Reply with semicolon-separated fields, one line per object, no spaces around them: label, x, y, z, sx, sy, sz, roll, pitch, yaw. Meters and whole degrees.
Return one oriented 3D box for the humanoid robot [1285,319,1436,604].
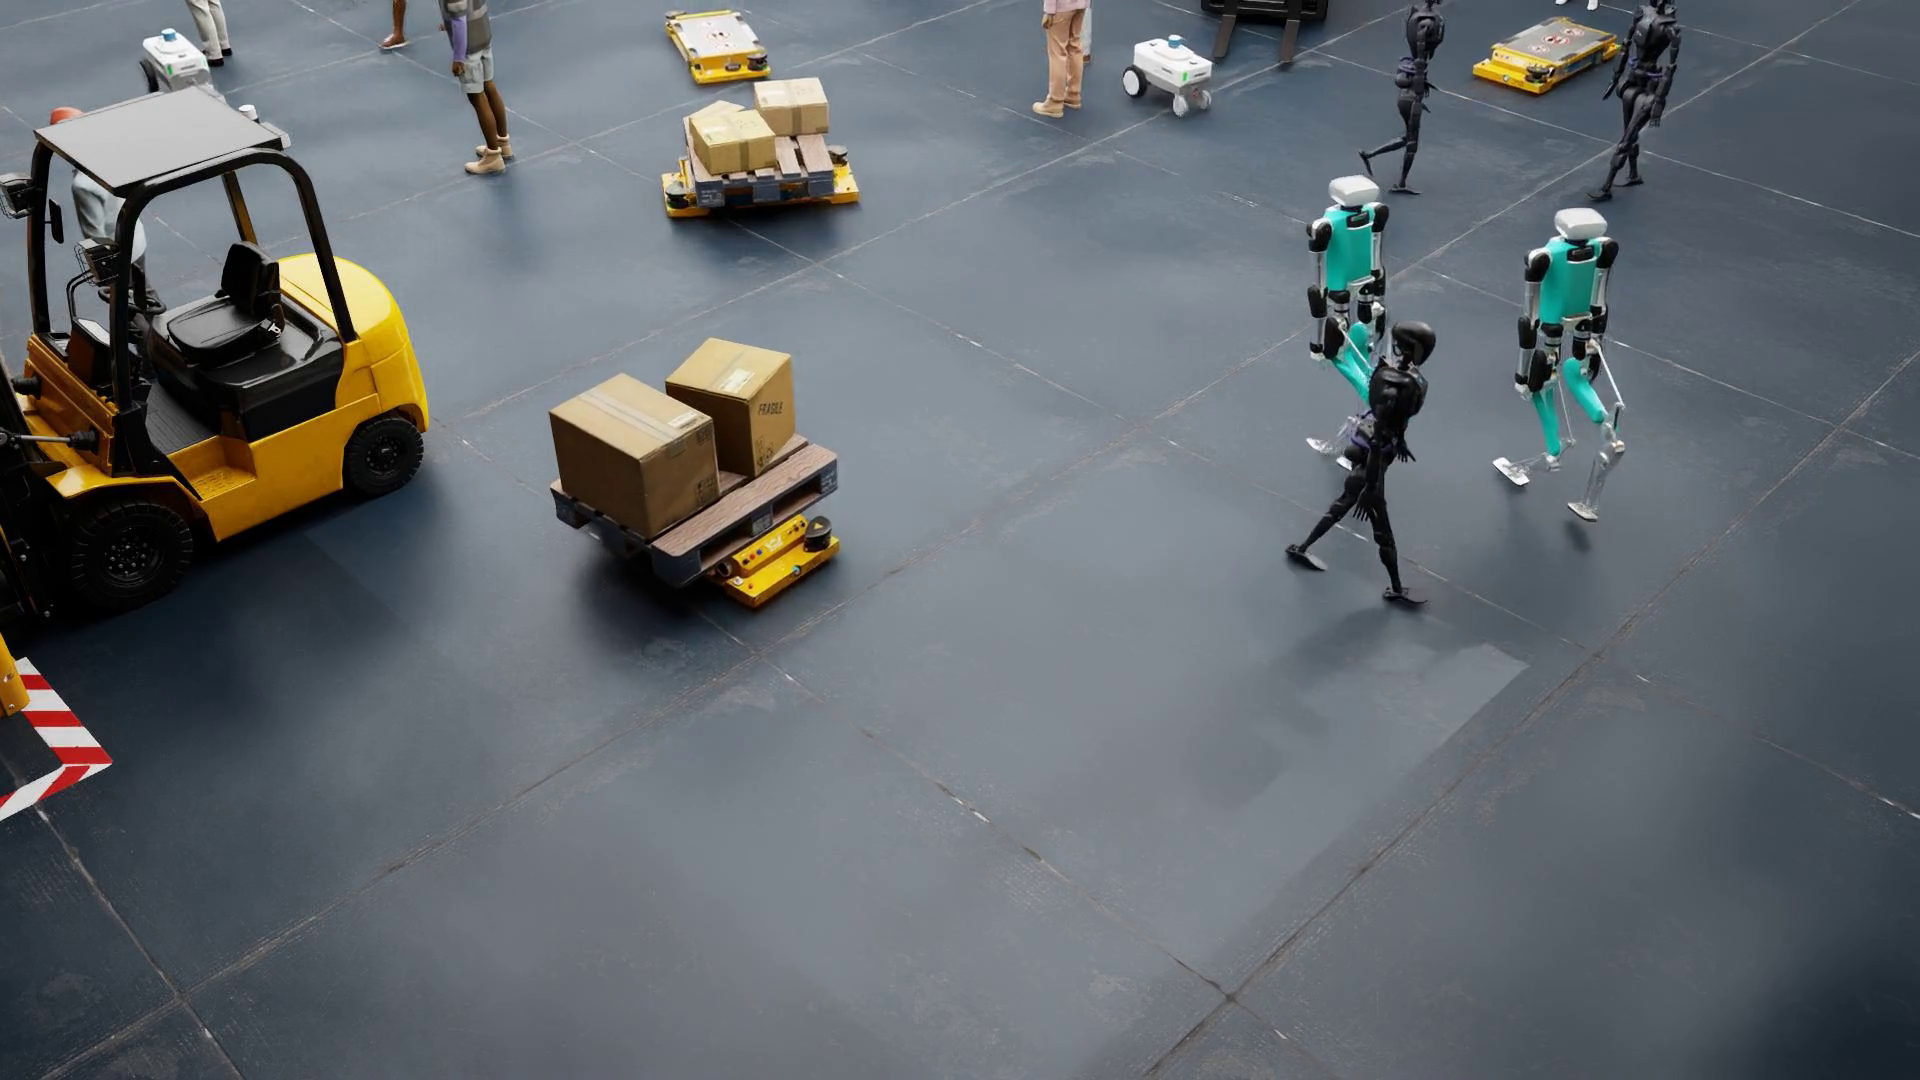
humanoid robot;2.130;-0.433;8.447;0.815;1.618;0.593;17;40;21

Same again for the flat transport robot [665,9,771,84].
flat transport robot;-2.195;-4.465;14.973;0.659;0.231;1.431;-12;38;-15

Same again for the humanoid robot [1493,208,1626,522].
humanoid robot;3.324;-0.819;8.893;0.536;1.752;0.980;-12;38;-15

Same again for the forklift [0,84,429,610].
forklift;-4.145;-1.093;8.856;2.313;2.155;1.214;-31;47;-34

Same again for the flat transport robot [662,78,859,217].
flat transport robot;-1.526;-2.724;12.643;1.431;0.231;0.659;-7;37;-9

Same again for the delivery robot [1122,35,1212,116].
delivery robot;1.793;-3.959;14.047;0.499;0.583;0.758;-22;42;-27

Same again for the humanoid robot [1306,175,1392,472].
humanoid robot;2.257;-1.071;9.216;0.531;1.752;0.927;-22;42;-26

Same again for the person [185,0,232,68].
person;-6.710;-5.011;14.442;0.388;1.780;0.537;0;37;0

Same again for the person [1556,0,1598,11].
person;6.026;-5.843;15.673;0.515;1.635;0.312;22;42;26

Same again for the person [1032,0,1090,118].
person;0.877;-4.347;13.561;0.417;1.774;0.536;24;43;28

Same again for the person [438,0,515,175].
person;-3.739;-3.774;12.569;0.391;2.041;0.612;3;37;4

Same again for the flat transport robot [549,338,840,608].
flat transport robot;-1.413;-0.124;9.163;1.431;0.231;0.659;27;44;31

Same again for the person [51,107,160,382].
person;-5.184;-1.805;10.183;0.351;1.737;0.575;-2;37;-2

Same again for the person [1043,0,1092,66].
person;0.927;-5.101;14.475;0.647;1.889;0.592;-10;38;-14

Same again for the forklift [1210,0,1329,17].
forklift;3.106;-6.400;15.960;1.214;2.155;2.313;8;37;10

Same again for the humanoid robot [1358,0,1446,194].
humanoid robot;3.312;-3.386;12.353;0.498;1.639;0.601;9;38;12

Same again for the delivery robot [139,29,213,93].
delivery robot;-6.674;-4.050;14.185;0.499;0.601;0.803;-25;43;-29

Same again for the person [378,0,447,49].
person;-4.959;-5.385;14.928;0.501;1.802;0.973;18;40;23

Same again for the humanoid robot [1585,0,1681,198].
humanoid robot;5.007;-3.349;12.316;0.646;1.634;0.603;-12;38;-15

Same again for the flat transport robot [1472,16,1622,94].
flat transport robot;5.234;-4.315;14.773;1.431;0.231;0.659;-30;46;-34
